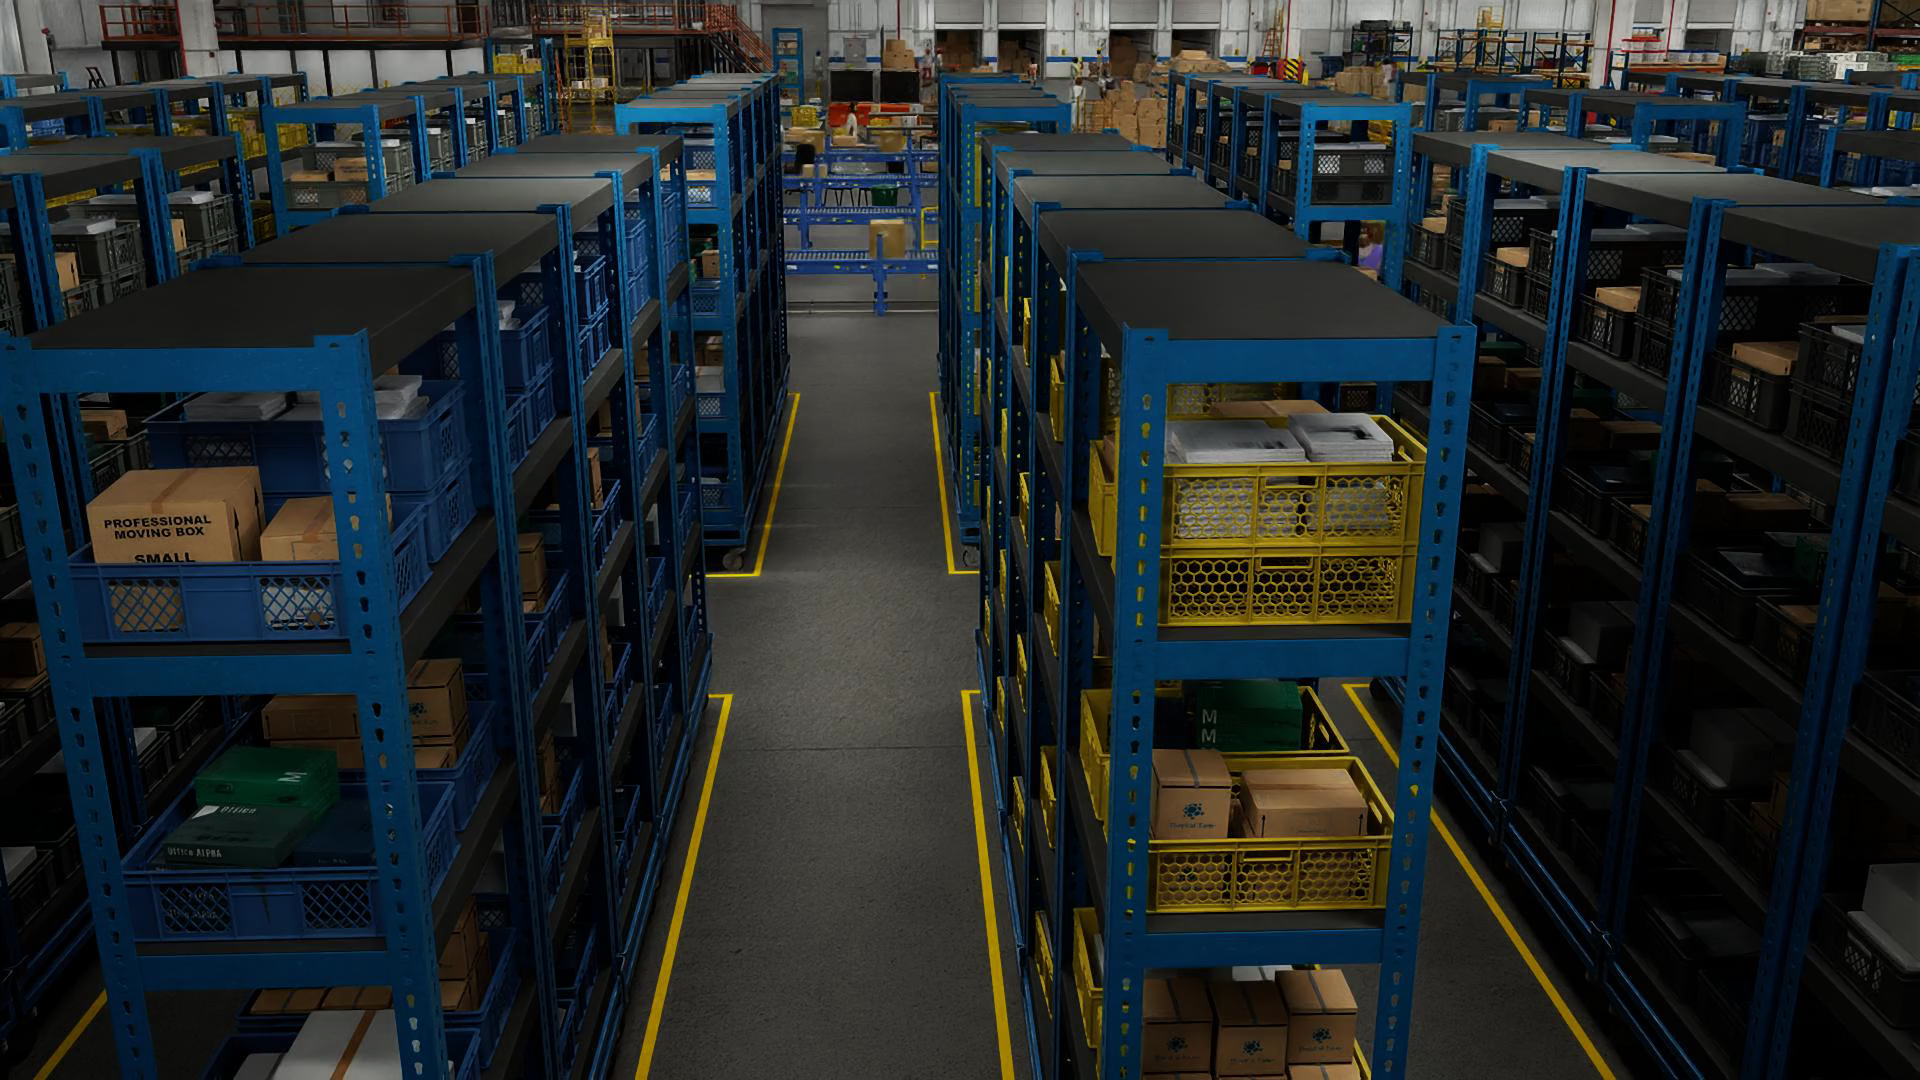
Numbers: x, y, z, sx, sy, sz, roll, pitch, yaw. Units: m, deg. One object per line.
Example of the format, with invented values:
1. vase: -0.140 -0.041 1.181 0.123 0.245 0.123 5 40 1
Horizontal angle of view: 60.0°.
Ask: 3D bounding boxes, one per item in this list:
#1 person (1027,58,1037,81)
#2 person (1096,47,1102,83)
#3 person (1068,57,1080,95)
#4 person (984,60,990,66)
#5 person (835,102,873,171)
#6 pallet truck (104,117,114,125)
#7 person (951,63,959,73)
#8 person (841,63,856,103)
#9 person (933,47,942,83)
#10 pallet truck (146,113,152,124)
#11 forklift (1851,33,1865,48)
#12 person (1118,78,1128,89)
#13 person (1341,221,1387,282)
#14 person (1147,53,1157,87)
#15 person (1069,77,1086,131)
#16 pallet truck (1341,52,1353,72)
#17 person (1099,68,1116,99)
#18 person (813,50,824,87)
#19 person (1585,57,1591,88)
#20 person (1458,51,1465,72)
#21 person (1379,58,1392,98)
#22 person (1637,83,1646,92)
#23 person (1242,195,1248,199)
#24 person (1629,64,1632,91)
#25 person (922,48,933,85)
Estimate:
1. person: 3.603 -23.097 82.633 0.534 1.697 0.318 -7 19 -20
2. person: 7.706 -26.281 92.115 0.370 1.928 0.585 2 18 7
3. person: 5.595 -22.327 80.096 0.883 1.794 0.639 13 22 35
4. person: 1.212 -20.152 73.211 1.023 1.882 0.659 -9 20 -26
5. person: -2.840 -10.576 43.712 1.008 1.822 0.511 -5 19 -16
6. pallet truck: -18.367 -7.885 35.078 1.885 1.965 0.823 1 18 2
7. person: -0.217 -17.726 65.501 0.450 2.018 0.604 11 21 31
8. person: -4.628 -18.835 69.130 0.902 1.896 0.588 -16 24 -40
9. person: -1.103 -26.521 92.873 0.723 1.923 0.555 5 18 14
10. pallet truck: -18.087 -8.309 36.390 1.885 1.965 0.823 -1 18 -4
11. forklift: 46.481 -24.949 86.470 1.129 2.768 1.873 -15 23 -40
12. person: 5.332 -14.446 55.530 0.678 1.911 0.566 -8 19 -22
13. person: 4.909 -3.009 20.337 0.564 1.797 1.004 5 19 16
14. person: 10.376 -25.050 88.619 0.887 1.718 0.552 -3 18 -11
15. person: 4.058 -15.075 57.564 0.574 1.853 0.836 2 18 6
16. pallet truck: 18.794 -23.123 82.231 0.823 1.965 1.885 -13 22 -35
17. person: 5.554 -16.617 62.030 0.712 2.000 0.544 -11 21 -30
18. person: -7.478 -24.882 87.789 0.617 1.926 0.623 7 19 19
19. person: 31.207 -23.134 82.732 0.587 1.703 0.545 3 18 8
20. person: 26.200 -24.511 86.745 0.573 1.868 0.580 -4 18 -12
21. person: 19.868 -21.661 78.021 0.926 1.803 0.643 -8 19 -22
22. person: 32.875 -22.328 80.015 0.506 1.847 0.346 14 23 37
23. person: 3.687 -3.602 21.993 0.512 1.897 0.651 4 18 13
24. person: 33.439 -23.361 83.085 0.561 1.923 0.632 8 20 23
25. person: -1.793 -25.718 90.340 0.634 1.956 0.996 -10 20 -27
